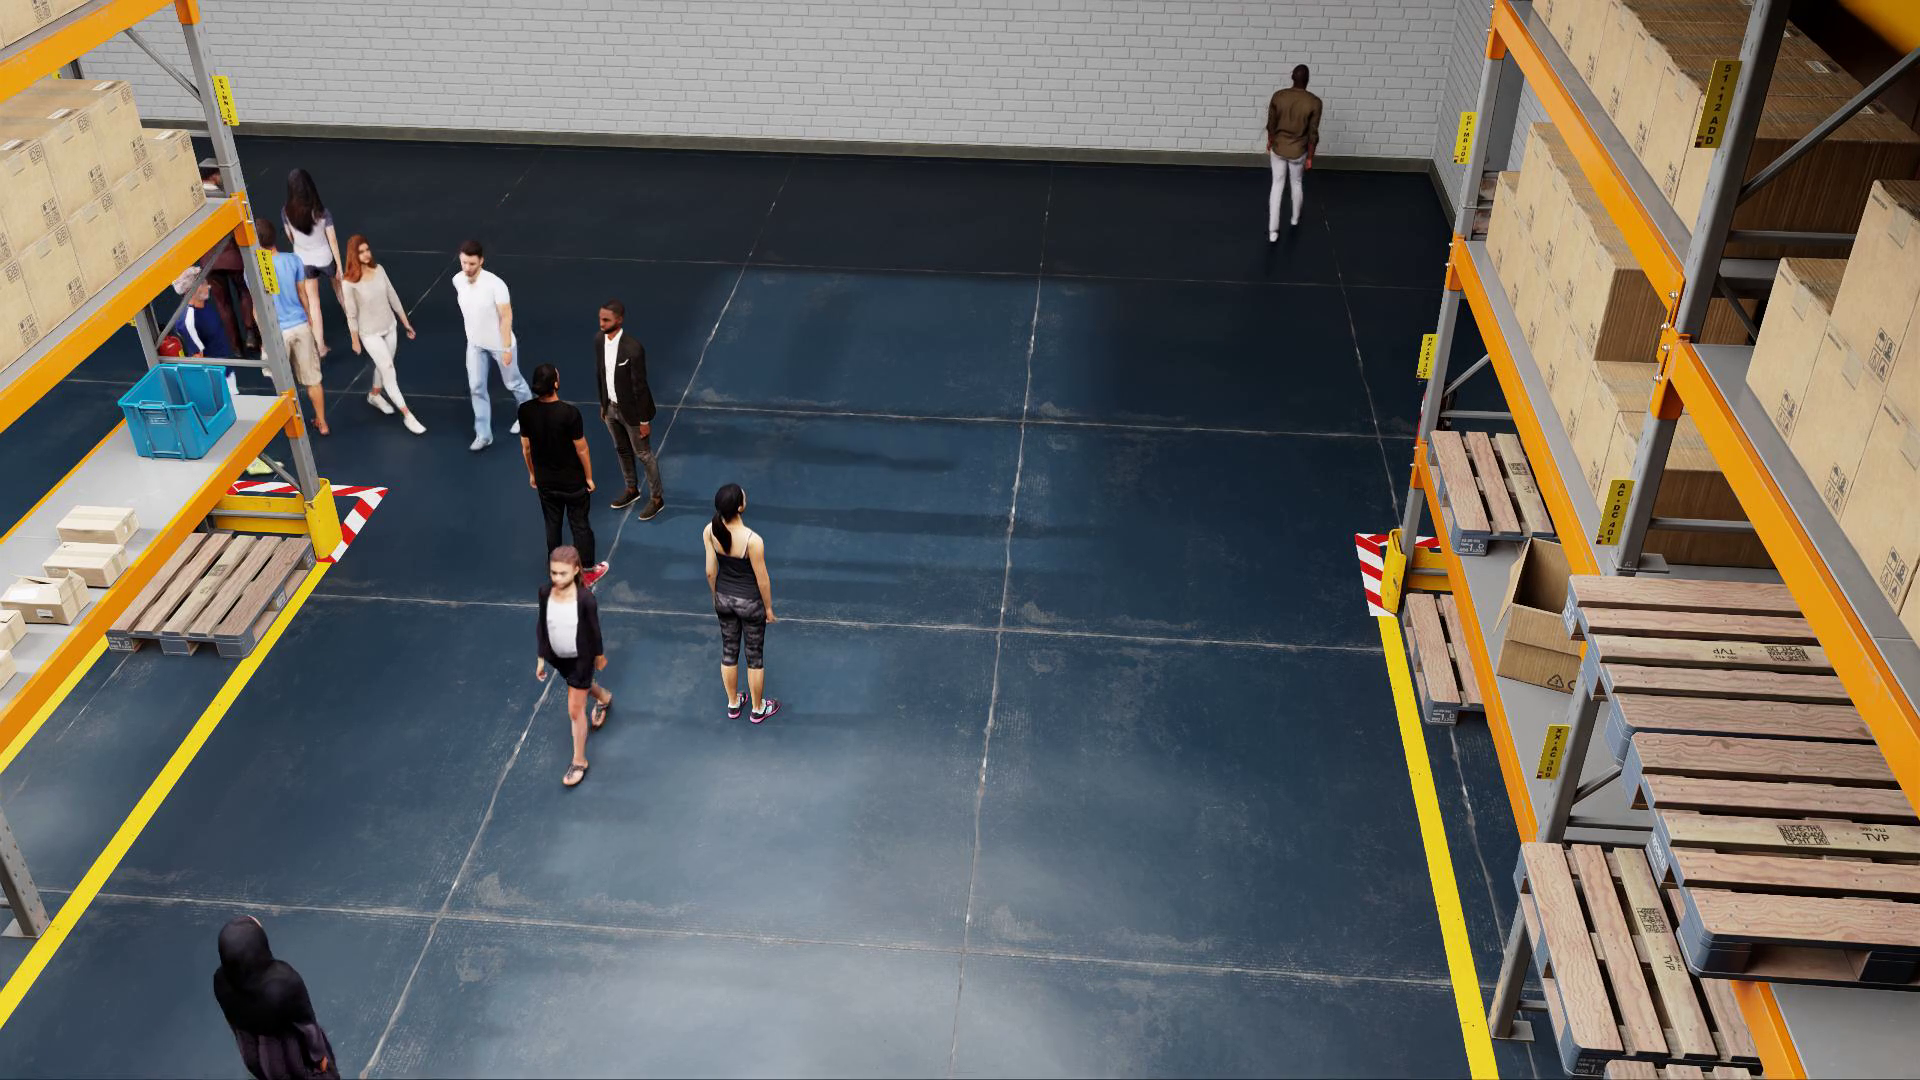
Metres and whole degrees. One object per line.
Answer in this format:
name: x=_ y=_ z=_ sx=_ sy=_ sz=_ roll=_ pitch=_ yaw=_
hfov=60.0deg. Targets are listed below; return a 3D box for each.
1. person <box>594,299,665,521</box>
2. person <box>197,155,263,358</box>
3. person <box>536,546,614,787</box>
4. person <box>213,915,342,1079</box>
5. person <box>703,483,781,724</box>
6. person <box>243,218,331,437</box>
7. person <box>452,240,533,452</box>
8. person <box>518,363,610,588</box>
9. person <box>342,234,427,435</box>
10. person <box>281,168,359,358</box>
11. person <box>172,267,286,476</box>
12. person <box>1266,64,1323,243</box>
person: x=-2.516 y=-0.999 z=12.584 sx=0.724 sy=1.797 sz=0.717 roll=21 pitch=39 yaw=29
person: x=-6.521 y=-2.469 z=14.752 sx=0.766 sy=1.847 sz=0.801 roll=-9 pitch=35 yaw=-13
person: x=-2.376 y=0.664 z=10.328 sx=0.674 sy=1.526 sz=1.099 roll=9 pitch=35 yaw=14
person: x=-3.168 y=2.377 z=7.685 sx=0.651 sy=1.599 sz=0.973 roll=6 pitch=34 yaw=9
person: x=-1.403 y=0.402 z=10.538 sx=0.630 sy=1.728 sz=0.616 roll=12 pitch=35 yaw=17
person: x=-5.461 y=-1.685 z=13.578 sx=0.941 sy=1.839 sz=1.012 roll=-23 pitch=40 yaw=-30
person: x=-3.778 y=-1.649 z=13.546 sx=0.839 sy=1.816 sz=1.092 roll=15 pitch=36 yaw=21
person: x=-2.838 y=-0.457 z=11.805 sx=0.646 sy=1.758 sz=0.568 roll=6 pitch=34 yaw=8
person: x=-4.879 y=-1.752 z=13.818 sx=0.943 sy=1.685 sz=1.052 roll=18 pitch=38 yaw=25
person: x=-5.790 y=-2.434 z=14.878 sx=0.829 sy=1.649 sz=1.225 roll=-5 pitch=34 yaw=-8
person: x=-5.904 y=-1.289 z=13.001 sx=0.927 sy=1.820 sz=1.080 roll=-8 pitch=34 yaw=-11
person: x=3.337 y=-3.927 z=16.994 sx=0.876 sy=1.792 sz=1.097 roll=11 pitch=35 yaw=16
